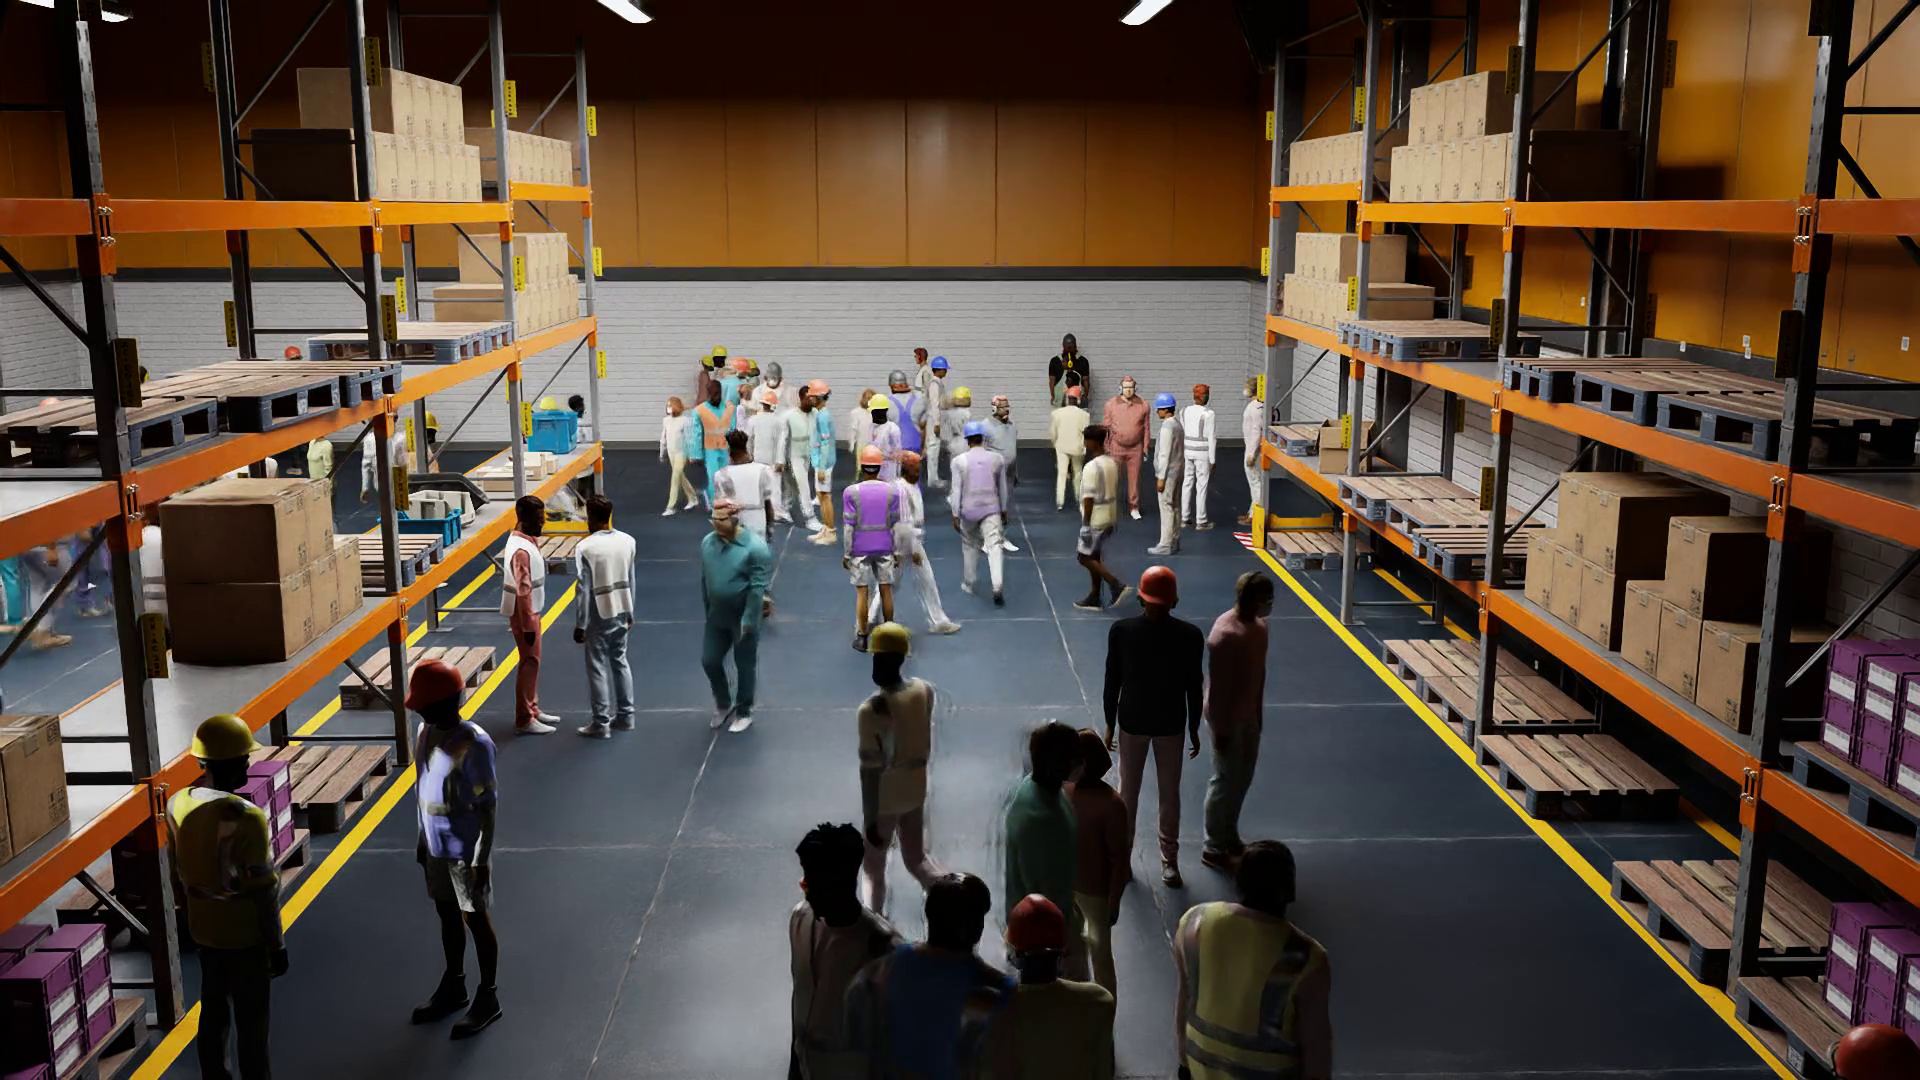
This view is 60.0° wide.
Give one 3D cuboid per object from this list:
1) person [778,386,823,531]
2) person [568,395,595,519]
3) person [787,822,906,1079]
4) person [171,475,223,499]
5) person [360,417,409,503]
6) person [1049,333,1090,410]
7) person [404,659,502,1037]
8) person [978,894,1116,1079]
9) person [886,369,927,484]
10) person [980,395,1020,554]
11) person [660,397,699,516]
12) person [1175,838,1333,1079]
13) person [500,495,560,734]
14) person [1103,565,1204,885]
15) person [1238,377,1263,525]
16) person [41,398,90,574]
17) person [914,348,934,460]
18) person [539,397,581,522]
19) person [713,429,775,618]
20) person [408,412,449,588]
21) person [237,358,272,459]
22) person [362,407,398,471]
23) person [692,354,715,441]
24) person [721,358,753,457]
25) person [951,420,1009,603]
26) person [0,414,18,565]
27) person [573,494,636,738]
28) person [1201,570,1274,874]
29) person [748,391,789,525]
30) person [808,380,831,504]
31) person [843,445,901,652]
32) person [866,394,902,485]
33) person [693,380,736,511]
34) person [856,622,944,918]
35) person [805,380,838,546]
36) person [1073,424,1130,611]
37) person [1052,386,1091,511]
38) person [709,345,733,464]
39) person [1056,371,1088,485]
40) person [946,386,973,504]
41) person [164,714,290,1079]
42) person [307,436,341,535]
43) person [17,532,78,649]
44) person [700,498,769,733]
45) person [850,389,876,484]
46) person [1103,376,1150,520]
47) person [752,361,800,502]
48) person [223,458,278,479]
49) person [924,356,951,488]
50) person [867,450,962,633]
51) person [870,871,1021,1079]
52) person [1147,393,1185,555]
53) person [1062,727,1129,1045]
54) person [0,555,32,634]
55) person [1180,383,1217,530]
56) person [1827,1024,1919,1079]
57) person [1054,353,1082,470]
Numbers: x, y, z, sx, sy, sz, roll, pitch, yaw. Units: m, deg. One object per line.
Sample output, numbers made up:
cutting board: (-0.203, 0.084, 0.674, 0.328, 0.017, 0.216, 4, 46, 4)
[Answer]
person: (-2.080, -1.090, 21.578, 0.610, 1.859, 0.995, -11, 16, -43)
person: (-5.010, -1.117, 22.203, 0.380, 1.659, 0.655, 2, 11, 9)
person: (-0.424, 1.953, 6.052, 0.373, 1.957, 0.606, -11, 16, -44)
person: (-8.496, -0.360, 18.549, 0.524, 1.595, 0.829, 0, 11, 0)
person: (-6.574, -0.601, 19.011, 0.550, 1.885, 0.974, 2, 11, 9)
person: (1.836, -2.445, 27.895, 0.683, 2.000, 0.537, 1, 11, 7)
person: (-2.542, 1.519, 8.301, 0.542, 1.927, 0.374, 8, 14, 35)
person: (0.270, 2.091, 5.868, 0.564, 1.752, 0.337, -5, 12, -22)
person: (-0.794, -1.233, 21.815, 0.684, 2.000, 0.536, -4, 12, -19)
person: (0.482, -0.783, 19.894, 0.407, 1.910, 0.639, 11, 15, 43)
person: (-3.827, -1.161, 22.602, 0.505, 1.603, 0.798, 9, 14, 37)
person: (1.074, 2.005, 6.160, 0.645, 1.823, 0.434, 9, 15, 39)
person: (-3.391, 0.587, 13.039, 0.414, 1.906, 0.600, -2, 12, -12)
person: (1.172, 1.122, 10.126, 0.611, 1.992, 0.388, 1, 11, 7)
person: (3.835, -1.159, 21.727, 0.377, 1.932, 0.634, 2, 12, 12)
person: (-9.988, -0.562, 18.449, 0.382, 2.039, 0.615, 3, 12, 13)
person: (-0.566, -2.236, 27.348, 0.381, 1.839, 0.566, -1, 11, -6)
person: (-5.238, -1.002, 21.503, 0.876, 1.705, 0.498, 5, 12, 25)
person: (-2.125, -0.126, 16.487, 0.641, 1.948, 0.517, -5, 12, -23)
person: (-5.800, -0.443, 18.139, 0.370, 1.925, 0.594, -3, 12, -13)
person: (-11.022, -1.964, 25.837, 0.636, 1.903, 0.405, -7, 13, -30)
person: (-9.102, -2.025, 26.066, 0.587, 1.930, 0.356, -8, 14, -34)
person: (-4.279, -2.221, 27.579, 0.550, 1.729, 0.539, -3, 12, -14)
person: (-3.300, -1.687, 24.322, 0.870, 1.939, 0.637, -9, 14, -37)
person: (0.234, -0.294, 17.499, 0.642, 1.897, 0.972, -3, 12, -14)
person: (-10.955, -0.566, 18.860, 0.686, 1.893, 0.602, -10, 15, -41)
person: (-2.756, 0.591, 13.019, 0.391, 1.905, 0.599, 7, 13, 32)
person: (1.724, 1.115, 10.347, 0.420, 1.916, 0.642, 7, 13, 32)
person: (-2.488, -1.079, 21.766, 0.573, 1.748, 0.342, 4, 12, 20)
person: (-1.994, -1.367, 23.236, 0.324, 1.742, 0.492, 3, 12, 13)
person: (-0.827, 0.079, 15.494, 0.552, 1.935, 0.366, -3, 12, -15)
person: (-0.935, -0.784, 19.855, 0.368, 1.922, 0.594, -9, 14, -37)
person: (-3.271, -1.194, 21.997, 0.625, 1.893, 0.656, -9, 14, -38)
person: (-0.298, 1.392, 9.031, 0.800, 1.894, 0.585, 10, 15, 42)
person: (-1.689, -0.938, 20.409, 0.381, 2.024, 0.675, 0, 11, -2)
person: (1.438, -0.207, 16.897, 0.558, 1.945, 0.618, 6, 13, 27)
person: (1.511, -1.258, 22.808, 0.560, 1.703, 0.922, 2, 12, 12)
person: (-3.836, -2.172, 26.809, 0.364, 1.928, 0.586, -5, 12, -23)
person: (1.684, -1.681, 24.924, 0.321, 1.697, 0.530, -9, 15, -39)
person: (0.014, -1.221, 22.504, 0.402, 1.730, 0.493, -7, 13, -32)
person: (-3.213, 1.704, 7.372, 0.593, 1.926, 0.366, 5, 12, 25)
person: (-7.443, -0.605, 19.385, 0.333, 1.760, 0.527, -10, 15, -41)
person: (-8.557, 0.018, 15.541, 0.736, 2.000, 0.545, 9, 14, 37)
person: (-1.795, 0.603, 13.017, 0.637, 1.884, 0.498, 5, 12, 22)
person: (-1.281, -1.317, 23.275, 0.516, 1.614, 0.364, -3, 12, -16)
person: (2.208, -1.214, 22.055, 0.637, 1.911, 0.406, 0, 11, -2)
person: (-2.605, -1.605, 23.681, 0.686, 2.000, 0.955, 0, 11, 1)
person: (-7.290, -0.207, 17.192, 0.561, 1.836, 0.395, -10, 15, -42)
person: (-0.332, -1.751, 24.647, 0.404, 1.945, 0.616, 0, 11, 1)
person: (-0.518, 0.041, 16.005, 0.929, 1.841, 0.582, 4, 12, 18)
person: (-0.051, 2.061, 5.863, 0.627, 1.824, 0.510, 6, 13, 28)
person: (2.477, -0.791, 19.873, 0.421, 1.935, 0.612, 4, 12, 20)
person: (0.597, 1.704, 8.111, 0.274, 1.632, 0.507, -10, 15, -41)
person: (-9.225, -0.005, 16.166, 0.343, 1.840, 0.506, 4, 12, 21)
person: (3.067, -1.076, 21.420, 0.337, 1.883, 0.584, -10, 15, -40)
person: (2.681, 2.266, 4.992, 0.572, 1.750, 0.330, -10, 15, -41)
person: (1.735, -2.027, 26.247, 0.332, 1.865, 0.520, -5, 12, -23)
